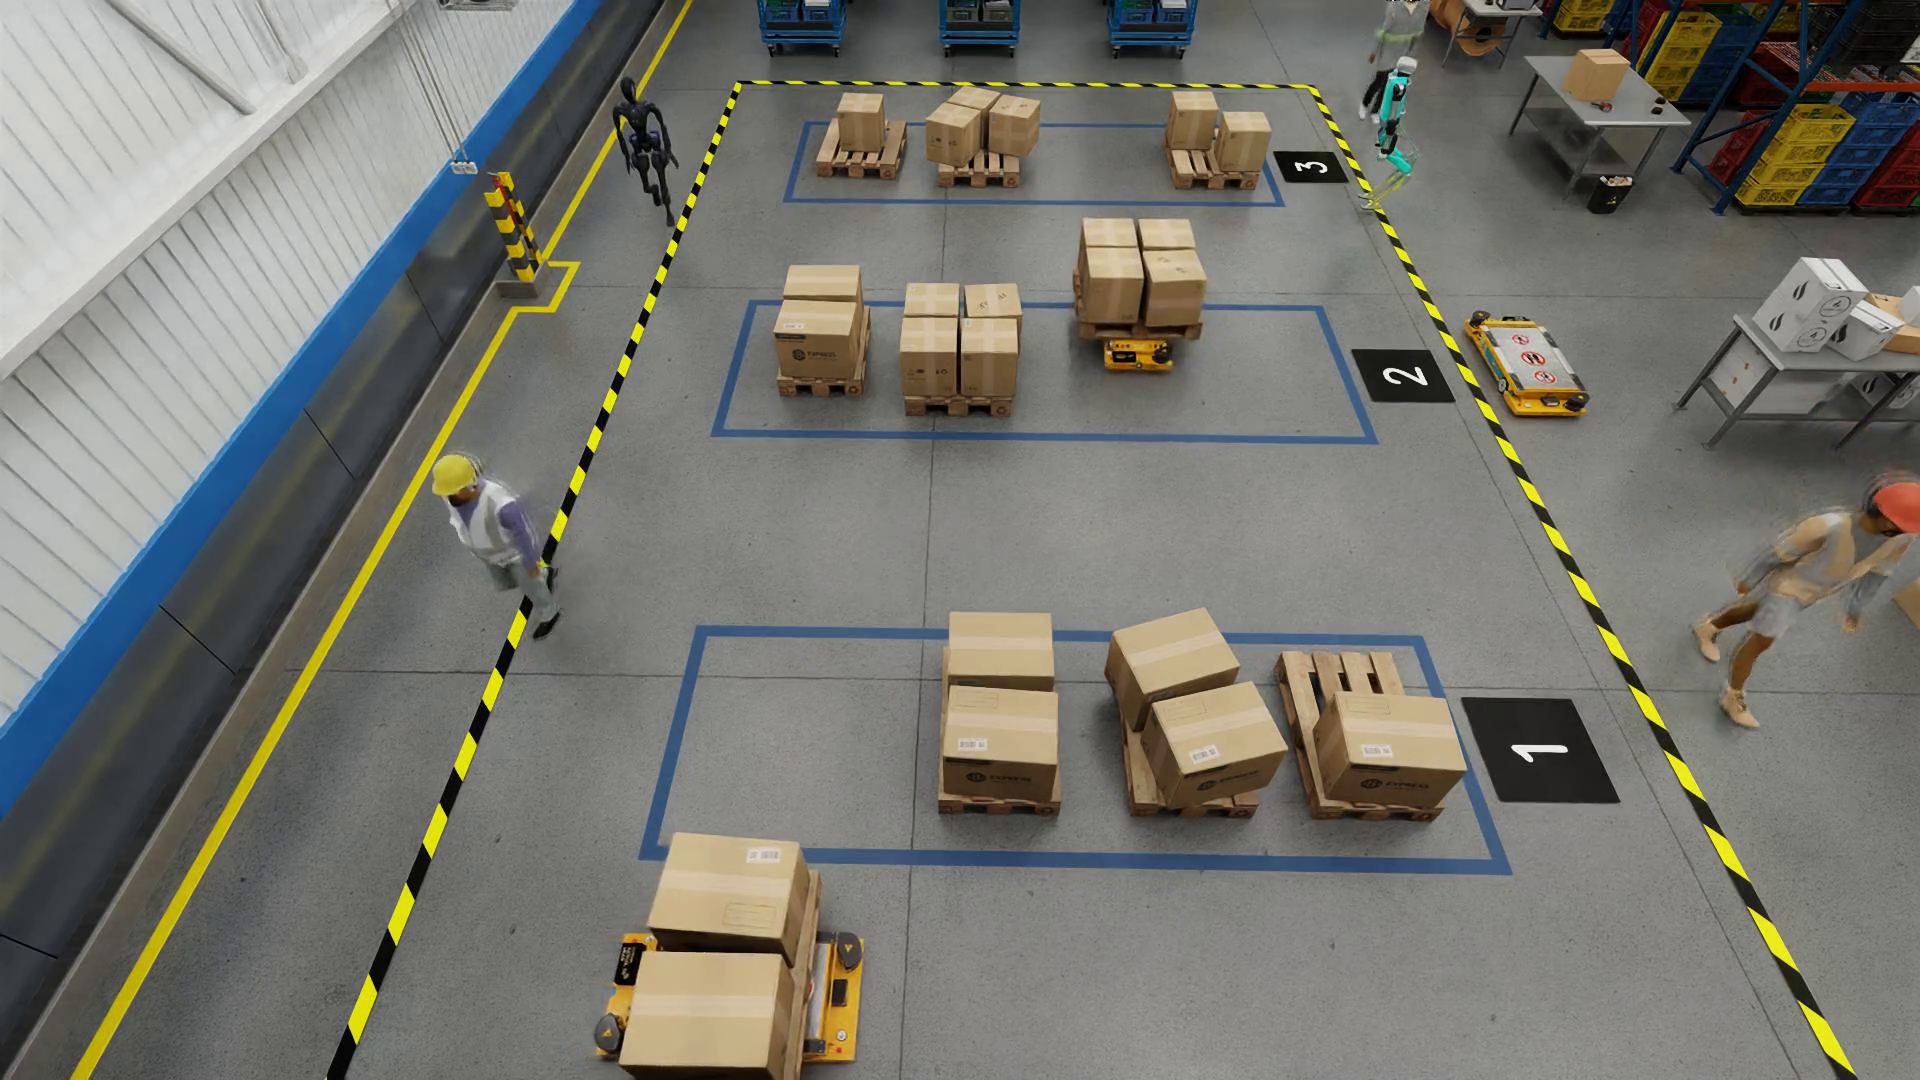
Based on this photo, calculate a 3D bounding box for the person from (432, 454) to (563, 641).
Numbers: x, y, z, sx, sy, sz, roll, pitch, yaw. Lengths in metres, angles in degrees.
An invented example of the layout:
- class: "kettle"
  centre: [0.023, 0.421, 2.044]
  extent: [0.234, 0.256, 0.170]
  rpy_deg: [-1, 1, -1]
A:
- class: "person"
  centre: [-3.218, 0.024, 6.490]
  extent: [0.602, 1.820, 0.495]
  rpy_deg: [16, 51, 13]

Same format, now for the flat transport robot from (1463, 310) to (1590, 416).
- class: "flat transport robot"
  centre: [5.573, -1.757, 9.054]
  extent: [0.659, 0.231, 1.431]
  rpy_deg: [1, 49, 1]

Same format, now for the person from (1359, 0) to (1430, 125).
- class: "person"
  centre: [5.723, -6.427, 12.064]
  extent: [0.590, 1.840, 0.421]
  rpy_deg: [-3, 49, -3]

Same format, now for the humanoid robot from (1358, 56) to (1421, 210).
- class: "humanoid robot"
  centre: [5.037, -4.593, 10.448]
  extent: [0.735, 1.677, 0.533]
  rpy_deg: [9, 50, 8]

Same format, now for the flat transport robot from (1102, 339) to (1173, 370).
- class: "flat transport robot"
  centre: [1.784, -2.289, 9.496]
  extent: [0.652, 0.197, 1.431]
  rpy_deg: [1, 49, 1]

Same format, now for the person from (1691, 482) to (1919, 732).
- class: "person"
  centre: [5.614, 0.412, 6.037]
  extent: [0.616, 1.993, 1.038]
  rpy_deg: [1, 49, 1]

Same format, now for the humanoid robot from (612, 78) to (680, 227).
- class: "humanoid robot"
  centre: [-3.542, -4.471, 10.475]
  extent: [0.603, 1.646, 0.526]
  rpy_deg: [-7, 50, -6]

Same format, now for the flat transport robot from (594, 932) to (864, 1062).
- class: "flat transport robot"
  centre: [-1.296, 2.602, 5.263]
  extent: [1.431, 0.197, 0.652]
  rpy_deg: [1, 49, 1]
